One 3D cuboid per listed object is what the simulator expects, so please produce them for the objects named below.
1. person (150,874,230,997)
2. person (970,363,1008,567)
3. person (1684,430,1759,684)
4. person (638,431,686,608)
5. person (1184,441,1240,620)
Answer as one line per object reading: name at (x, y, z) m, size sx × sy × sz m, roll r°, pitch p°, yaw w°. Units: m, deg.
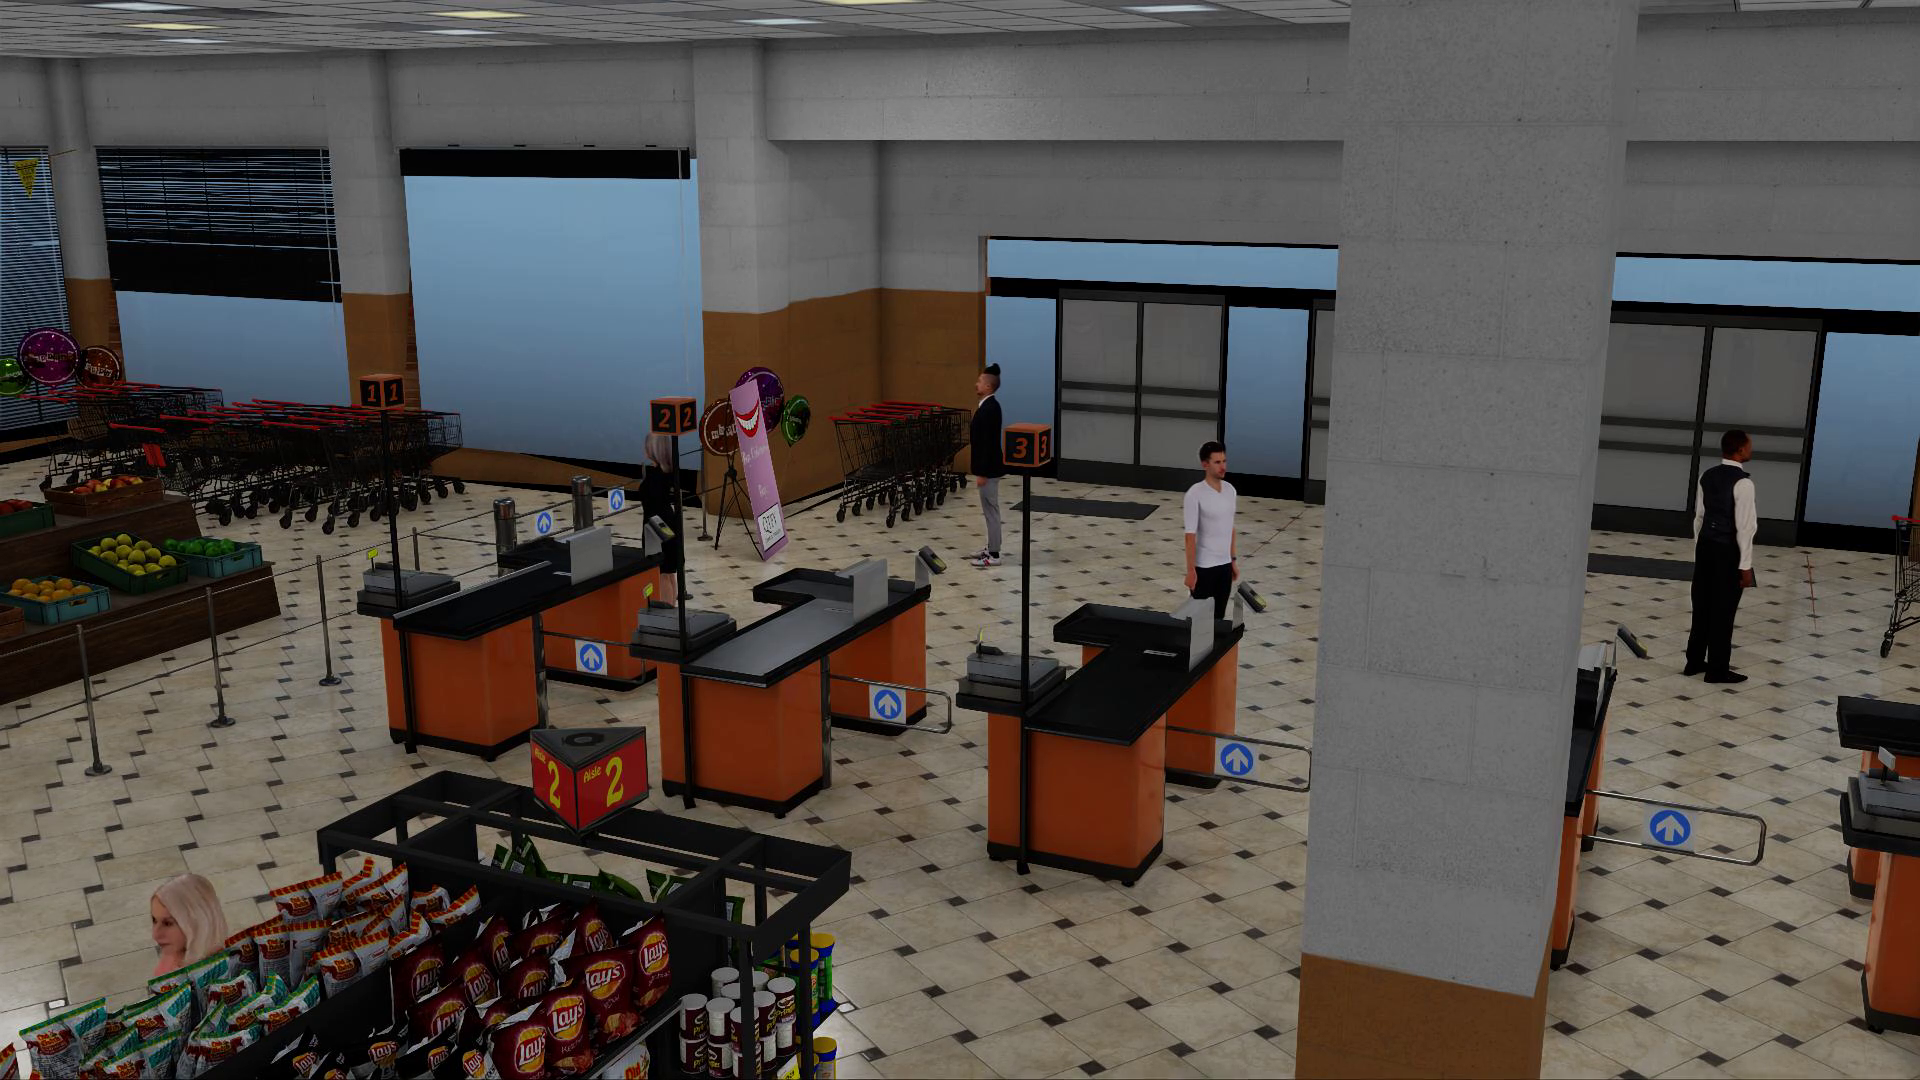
person at (-2.455, 1.897, 5.643) m, size 0.614 × 1.713 × 0.759 m, roll 7°, pitch 15°, yaw 28°
person at (0.280, -0.730, 15.977) m, size 0.847 × 1.948 × 0.687 m, roll 1°, pitch 14°, yaw 2°
person at (5.747, 0.115, 12.555) m, size 0.831 × 1.919 × 0.765 m, roll -5°, pitch 14°, yaw -18°
person at (-2.438, -0.037, 13.548) m, size 0.739 × 1.747 × 0.626 m, roll 1°, pitch 14°, yaw 2°
person at (1.874, 0.173, 12.460) m, size 0.668 × 1.851 × 0.816 m, roll -10°, pitch 17°, yaw -37°
